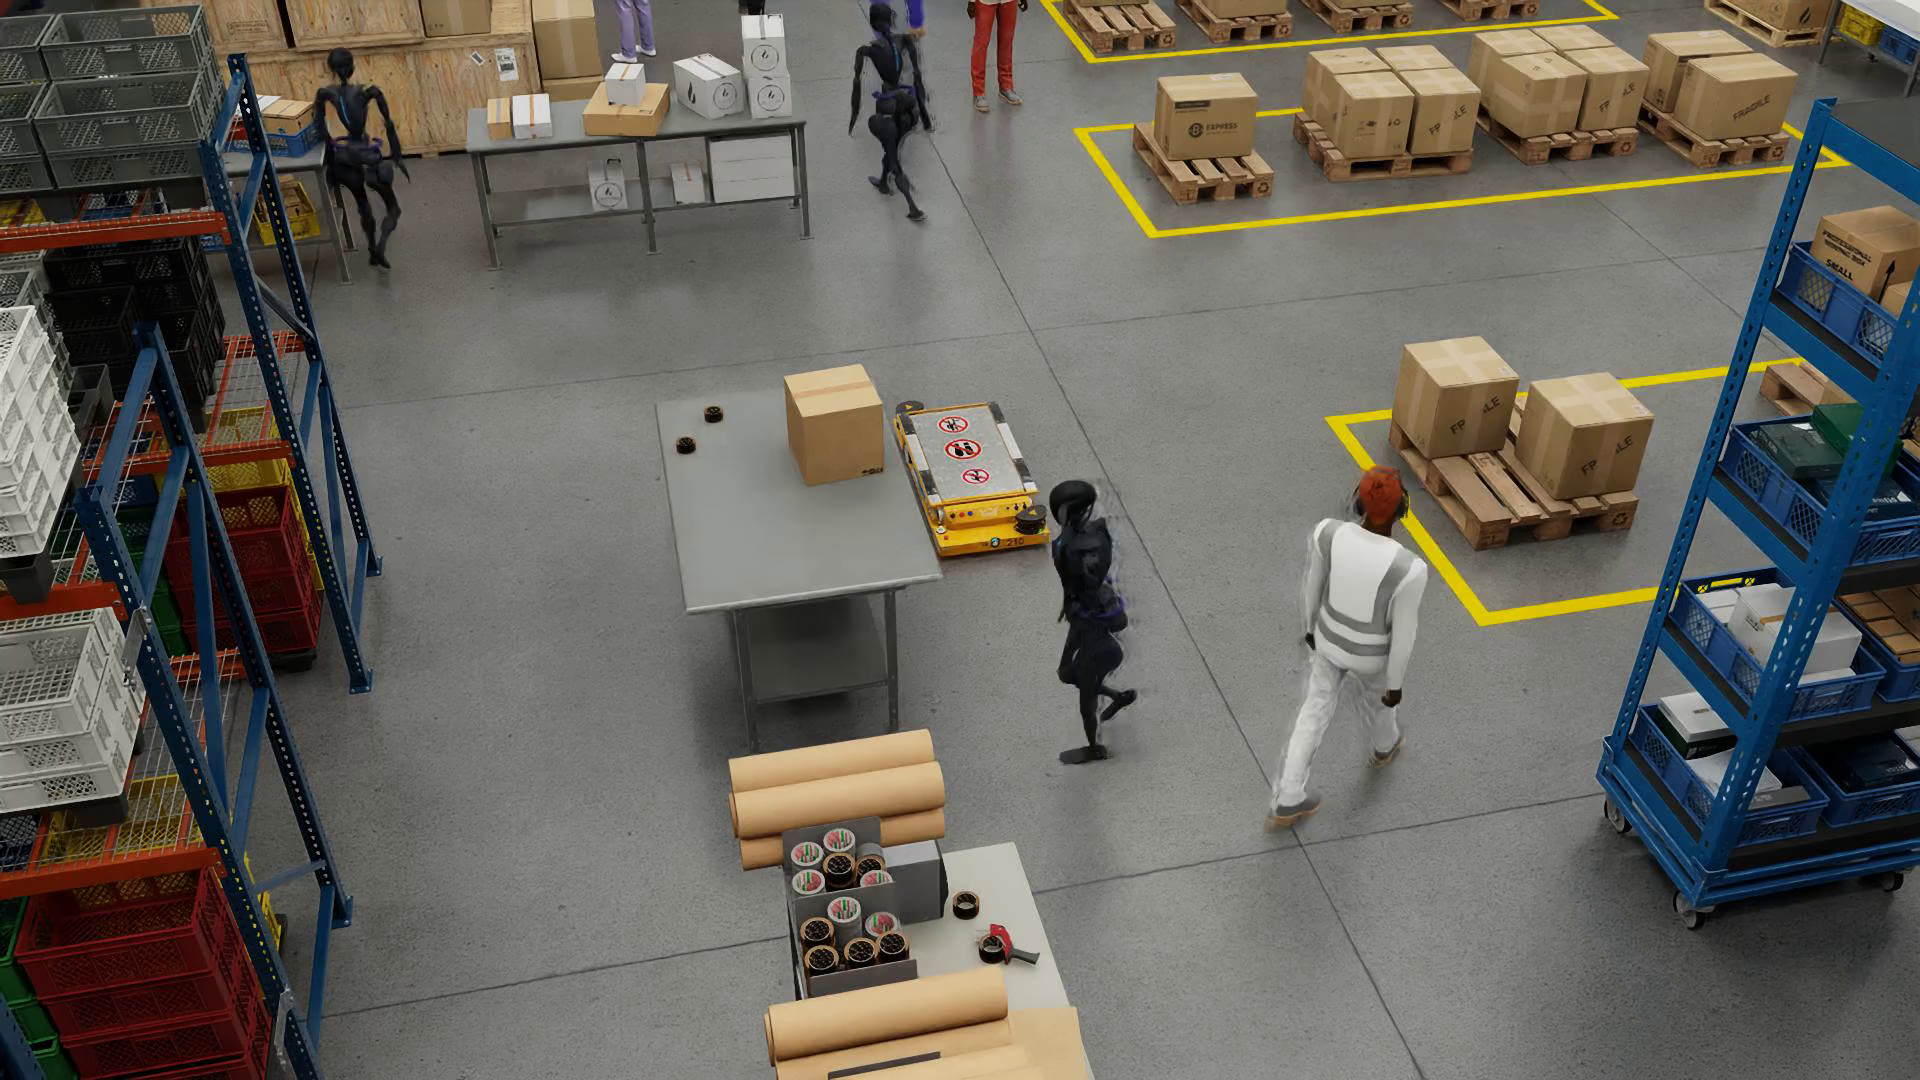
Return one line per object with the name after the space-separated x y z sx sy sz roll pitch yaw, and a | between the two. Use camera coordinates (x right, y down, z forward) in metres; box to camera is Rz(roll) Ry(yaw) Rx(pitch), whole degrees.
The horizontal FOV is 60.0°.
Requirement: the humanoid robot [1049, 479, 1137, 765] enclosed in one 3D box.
0.627 0.384 7.865 0.486 1.637 0.590 -8 37 -11 | humanoid robot

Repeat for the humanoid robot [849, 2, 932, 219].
-0.532 -3.319 12.905 0.592 1.636 0.841 -26 44 -30 | humanoid robot

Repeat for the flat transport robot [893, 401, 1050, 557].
0.046 -0.430 10.108 0.652 0.197 1.431 -8 37 -10 | flat transport robot

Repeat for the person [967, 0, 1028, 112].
0.321 -4.759 14.506 0.611 1.994 0.379 -17 40 -21 | person

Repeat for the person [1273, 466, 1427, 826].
1.831 0.465 7.627 0.587 1.826 0.992 29 45 33 | person

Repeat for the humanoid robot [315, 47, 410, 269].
-4.345 -2.729 12.046 0.629 1.645 0.450 2 37 3 | humanoid robot

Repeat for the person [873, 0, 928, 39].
-0.601 -5.767 15.822 0.695 2.000 0.762 10 38 14 | person

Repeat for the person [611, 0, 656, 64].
-3.140 -5.408 15.446 0.399 1.919 0.579 20 41 25 | person

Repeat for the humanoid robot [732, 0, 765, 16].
-1.902 -5.097 15.225 0.322 1.652 0.578 2 37 3 | humanoid robot
